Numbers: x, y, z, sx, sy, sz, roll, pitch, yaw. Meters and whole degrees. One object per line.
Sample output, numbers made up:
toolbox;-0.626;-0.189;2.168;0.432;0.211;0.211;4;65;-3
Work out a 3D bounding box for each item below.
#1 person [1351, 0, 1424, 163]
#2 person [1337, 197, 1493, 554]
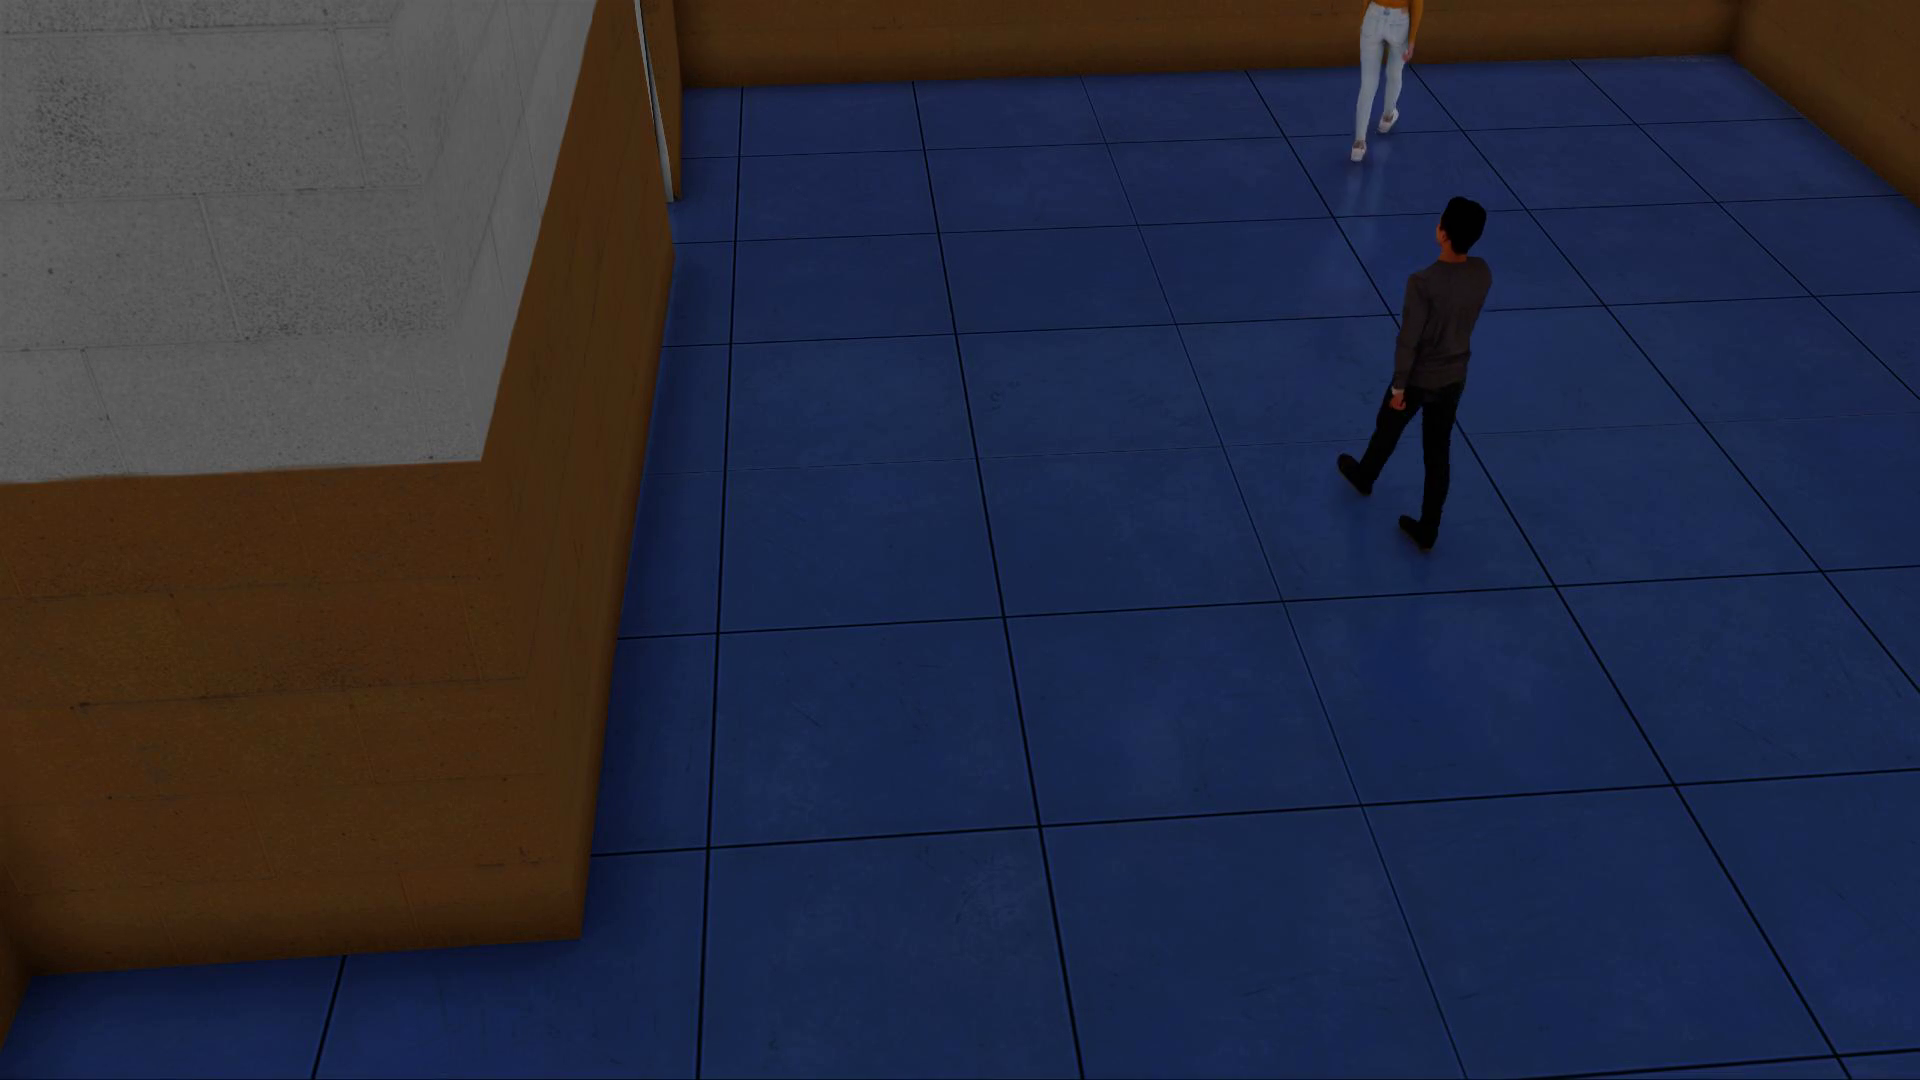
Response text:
person;2.908;-3.444;11.447;1.185;1.704;1.041;15;40;19
person;2.249;-0.713;7.779;1.030;1.737;0.914;-31;47;-34
